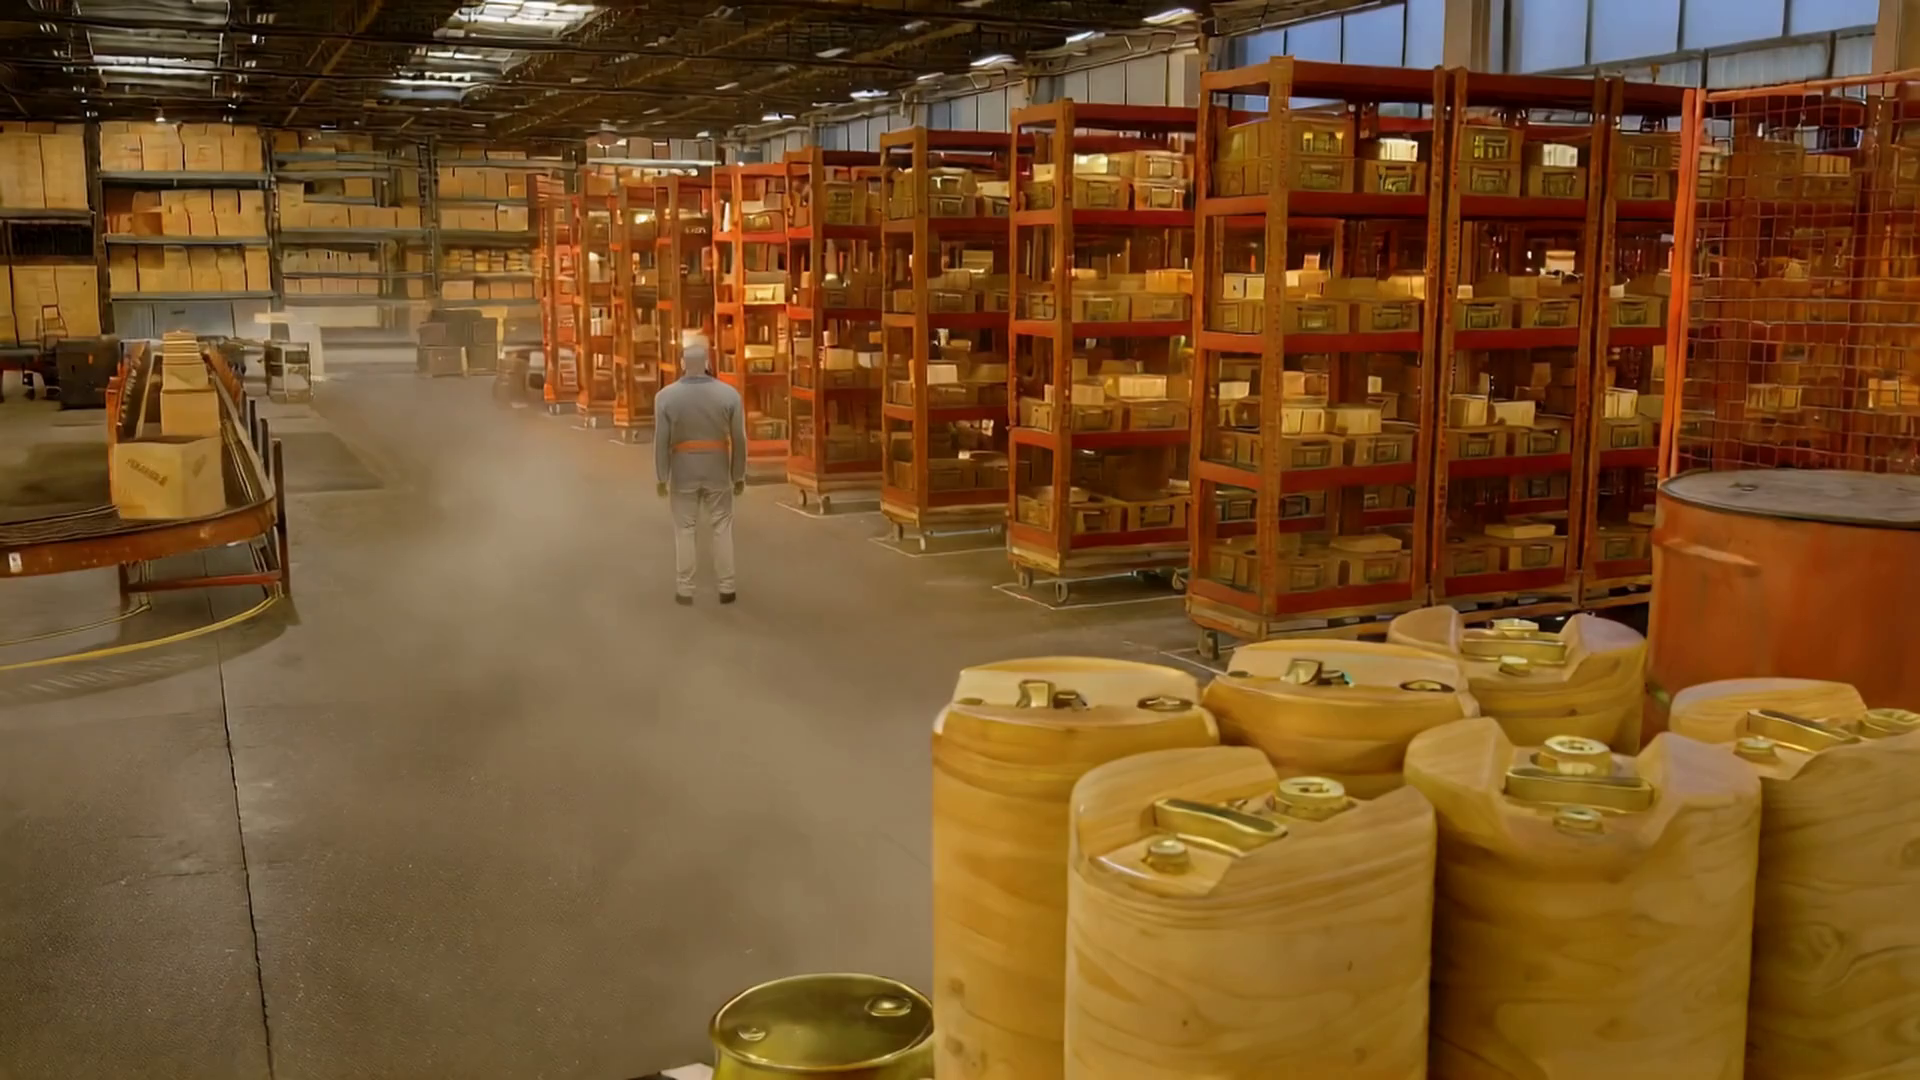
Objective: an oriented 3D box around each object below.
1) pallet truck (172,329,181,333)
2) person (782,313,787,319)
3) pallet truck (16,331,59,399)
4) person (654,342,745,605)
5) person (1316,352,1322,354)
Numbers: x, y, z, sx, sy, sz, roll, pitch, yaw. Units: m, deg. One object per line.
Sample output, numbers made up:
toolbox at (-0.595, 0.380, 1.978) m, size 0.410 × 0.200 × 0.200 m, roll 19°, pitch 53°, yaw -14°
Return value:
pallet truck at (-17.275, -3.851, 35.096) m, size 1.601 × 1.201 × 0.680 m, roll 0°, pitch 9°, yaw 1°
person at (-4.638, -5.971, 45.929) m, size 0.609 × 1.986 × 0.416 m, roll -5°, pitch 10°, yaw -29°
pallet truck at (-17.082, -3.353, 31.781) m, size 1.630 × 1.274 × 0.653 m, roll -4°, pitch 10°, yaw -25°
person at (-1.890, -0.480, 12.081) m, size 0.650 × 1.906 × 0.401 m, roll -2°, pitch 9°, yaw -14°
person at (4.891, -2.262, 23.467) m, size 0.670 × 1.794 × 0.809 m, roll 6°, pitch 11°, yaw 32°
